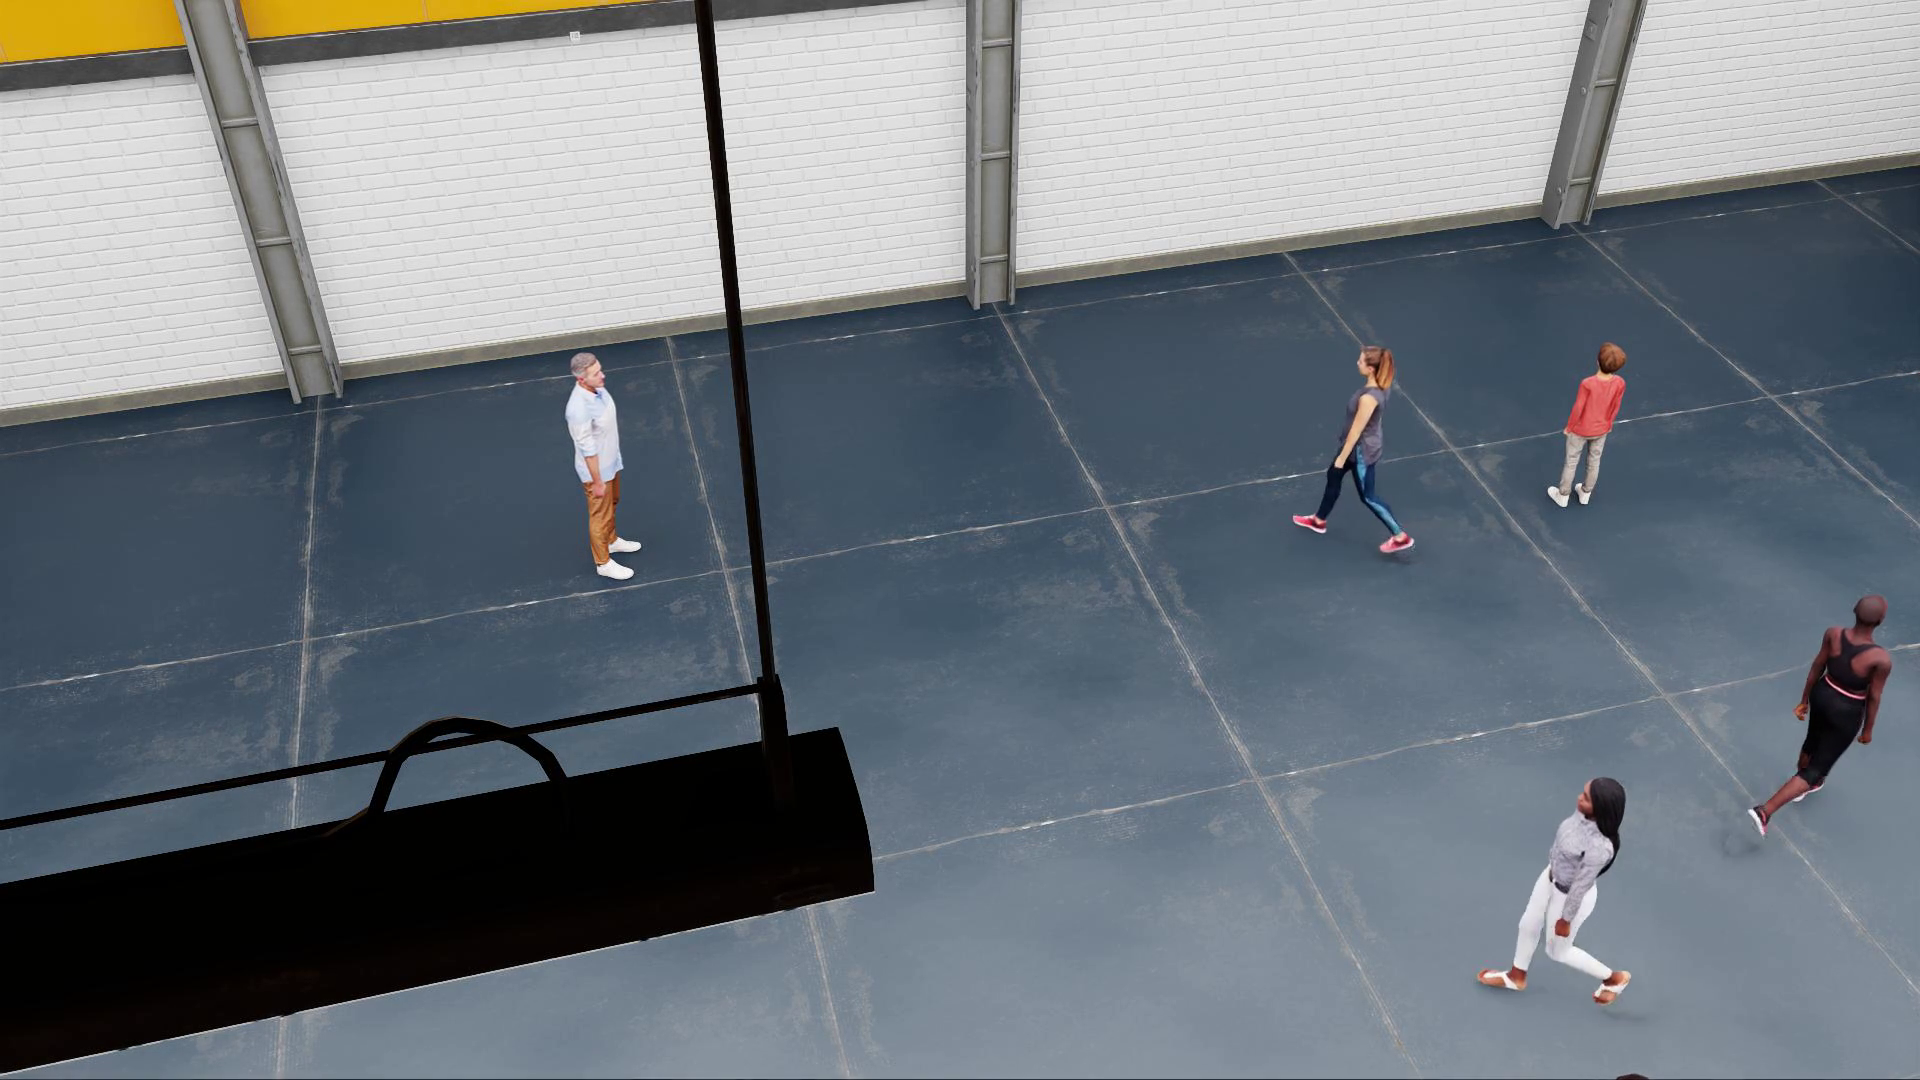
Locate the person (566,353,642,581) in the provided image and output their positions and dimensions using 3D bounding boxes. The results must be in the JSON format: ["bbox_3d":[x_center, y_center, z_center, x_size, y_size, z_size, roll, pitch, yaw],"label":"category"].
[{"bbox_3d":[-2.592,-0.562,11.929,0.674,1.826,0.749,1,39,1],"label":"person"}]

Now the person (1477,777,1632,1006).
[{"bbox_3d":[3.334,1.923,8.916,1.089,1.704,0.866,6,39,8],"label":"person"}]

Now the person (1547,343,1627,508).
[{"bbox_3d":[4.798,-0.869,12.643,0.477,1.416,0.614,-3,39,-3],"label":"person"}]

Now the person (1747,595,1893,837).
[{"bbox_3d":[5.173,1.070,9.960,1.145,1.734,0.750,-19,42,-22],"label":"person"}]

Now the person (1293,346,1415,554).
[{"bbox_3d":[3.000,-0.608,12.095,1.186,1.691,1.043,15,41,18],"label":"person"}]
